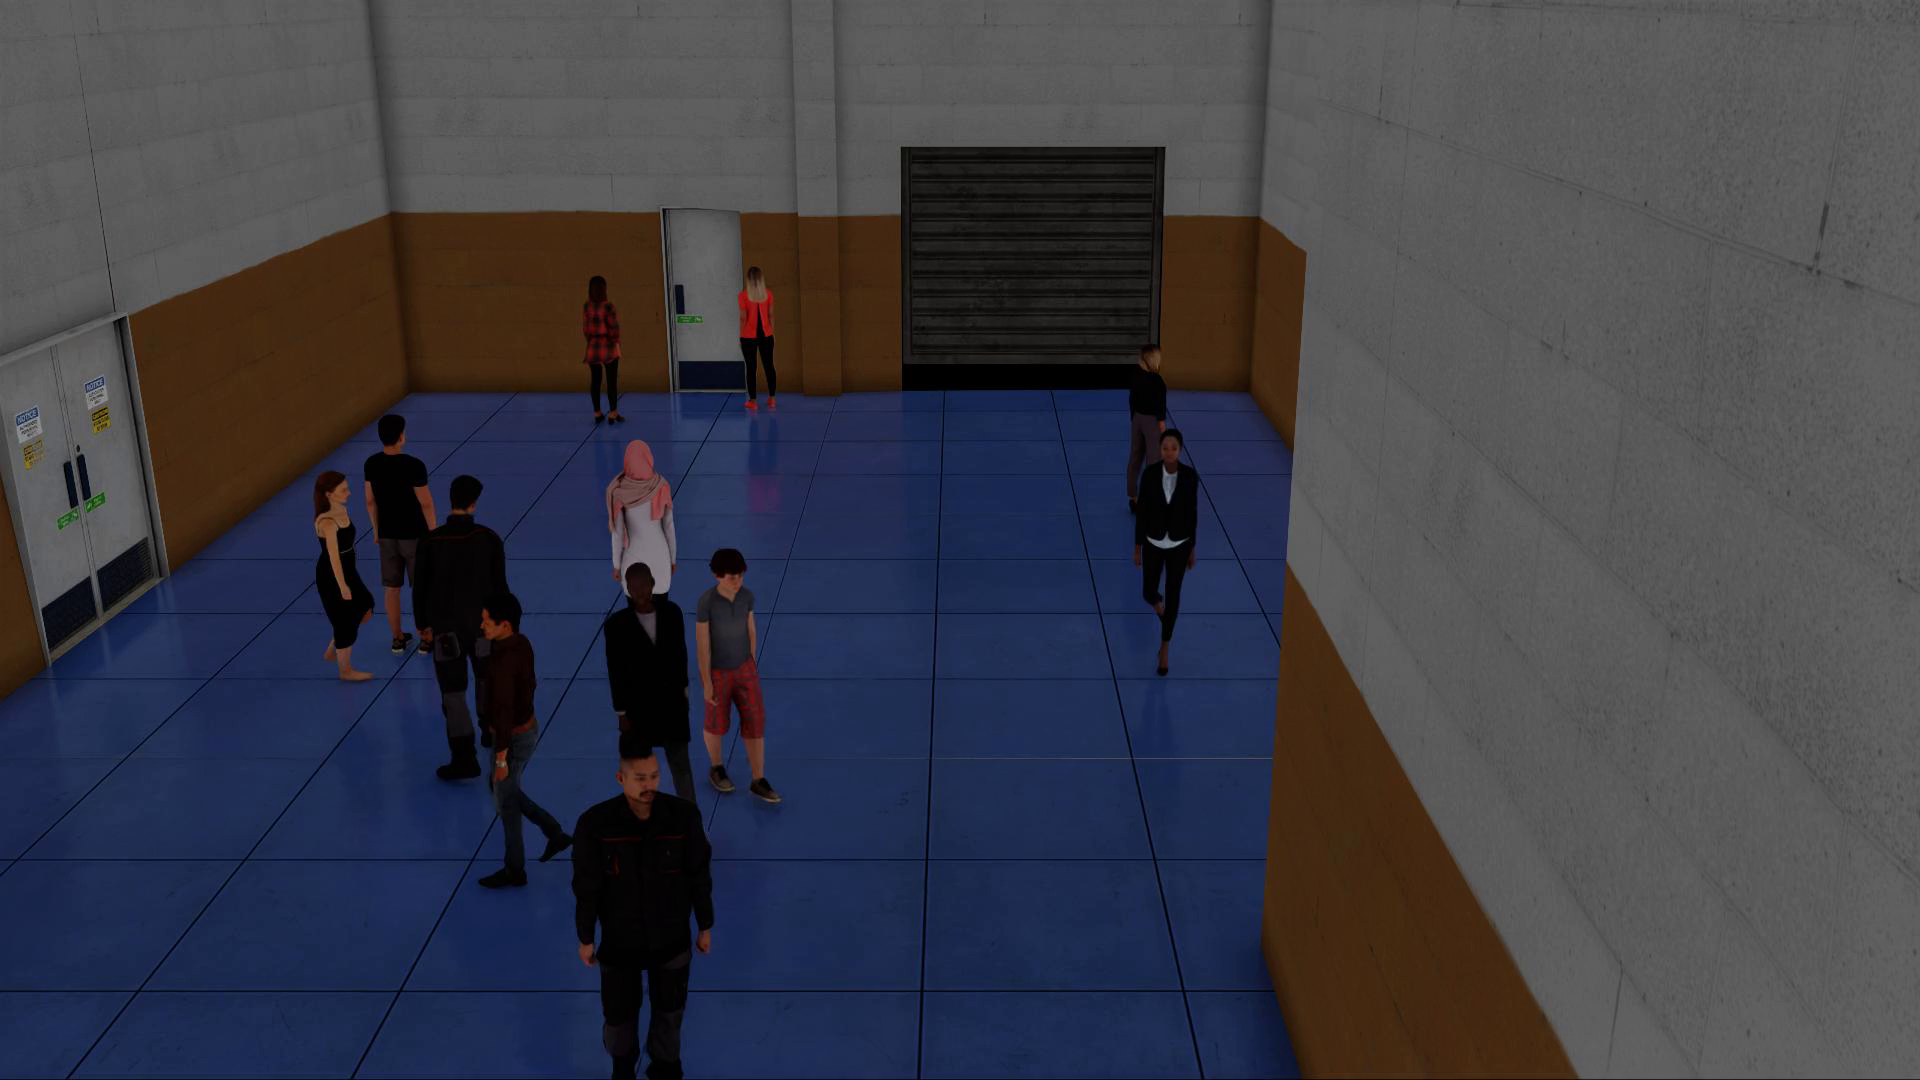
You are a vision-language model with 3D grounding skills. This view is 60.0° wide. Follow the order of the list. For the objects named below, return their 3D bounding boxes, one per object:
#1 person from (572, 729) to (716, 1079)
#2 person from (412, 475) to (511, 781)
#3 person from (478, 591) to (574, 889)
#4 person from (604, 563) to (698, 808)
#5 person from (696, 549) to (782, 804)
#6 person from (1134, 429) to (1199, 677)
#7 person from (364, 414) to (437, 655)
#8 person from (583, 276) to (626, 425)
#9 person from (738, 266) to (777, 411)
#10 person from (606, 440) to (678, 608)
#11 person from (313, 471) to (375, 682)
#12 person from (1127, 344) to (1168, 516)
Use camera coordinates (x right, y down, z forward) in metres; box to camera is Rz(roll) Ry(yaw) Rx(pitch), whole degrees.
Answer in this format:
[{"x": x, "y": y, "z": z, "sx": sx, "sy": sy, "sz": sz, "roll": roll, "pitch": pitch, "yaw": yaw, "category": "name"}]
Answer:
[{"x": -1.424, "y": 1.676, "z": 7.372, "sx": 0.813, "sy": 1.858, "sz": 0.949, "roll": -8, "pitch": 20, "yaw": -22, "category": "person"}, {"x": -3.161, "y": 0.578, "z": 10.598, "sx": 1.125, "sy": 1.900, "sz": 1.094, "roll": -11, "pitch": 22, "yaw": -30, "category": "person"}, {"x": -2.419, "y": 1.113, "z": 9.218, "sx": 0.794, "sy": 1.767, "sz": 0.720, "roll": -1, "pitch": 19, "yaw": -2, "category": "person"}, {"x": -1.853, "y": 0.947, "z": 9.800, "sx": 1.189, "sy": 1.710, "sz": 1.086, "roll": -11, "pitch": 21, "yaw": -29, "category": "person"}, {"x": -1.488, "y": 0.805, "z": 10.336, "sx": 0.917, "sy": 1.624, "sz": 0.896, "roll": -10, "pitch": 21, "yaw": -27, "category": "person"}, {"x": 1.522, "y": 0.060, "z": 12.270, "sx": 0.954, "sy": 1.814, "sz": 0.767, "roll": 3, "pitch": 19, "yaw": 8, "category": "person"}, {"x": -4.201, "y": -0.046, "z": 12.511, "sx": 0.561, "sy": 1.861, "sz": 0.776, "roll": 3, "pitch": 19, "yaw": 8, "category": "person"}, {"x": -4.111, "y": -2.188, "z": 19.110, "sx": 0.614, "sy": 1.702, "sz": 0.749, "roll": 7, "pitch": 20, "yaw": 20, "category": "person"}, {"x": -2.412, "y": -2.403, "z": 19.764, "sx": 0.616, "sy": 1.693, "sz": 0.735, "roll": -9, "pitch": 21, "yaw": -26, "category": "person"}, {"x": -2.282, "y": 0.146, "z": 12.032, "sx": 0.647, "sy": 1.804, "sz": 0.774, "roll": -6, "pitch": 20, "yaw": -18, "category": "person"}, {"x": -4.542, "y": 0.287, "z": 11.923, "sx": 0.629, "sy": 1.605, "sz": 0.565, "roll": -1, "pitch": 19, "yaw": -2, "category": "person"}, {"x": 1.762, "y": -1.033, "z": 15.741, "sx": 0.716, "sy": 1.666, "sz": 0.677, "roll": -14, "pitch": 23, "yaw": -36, "category": "person"}]
